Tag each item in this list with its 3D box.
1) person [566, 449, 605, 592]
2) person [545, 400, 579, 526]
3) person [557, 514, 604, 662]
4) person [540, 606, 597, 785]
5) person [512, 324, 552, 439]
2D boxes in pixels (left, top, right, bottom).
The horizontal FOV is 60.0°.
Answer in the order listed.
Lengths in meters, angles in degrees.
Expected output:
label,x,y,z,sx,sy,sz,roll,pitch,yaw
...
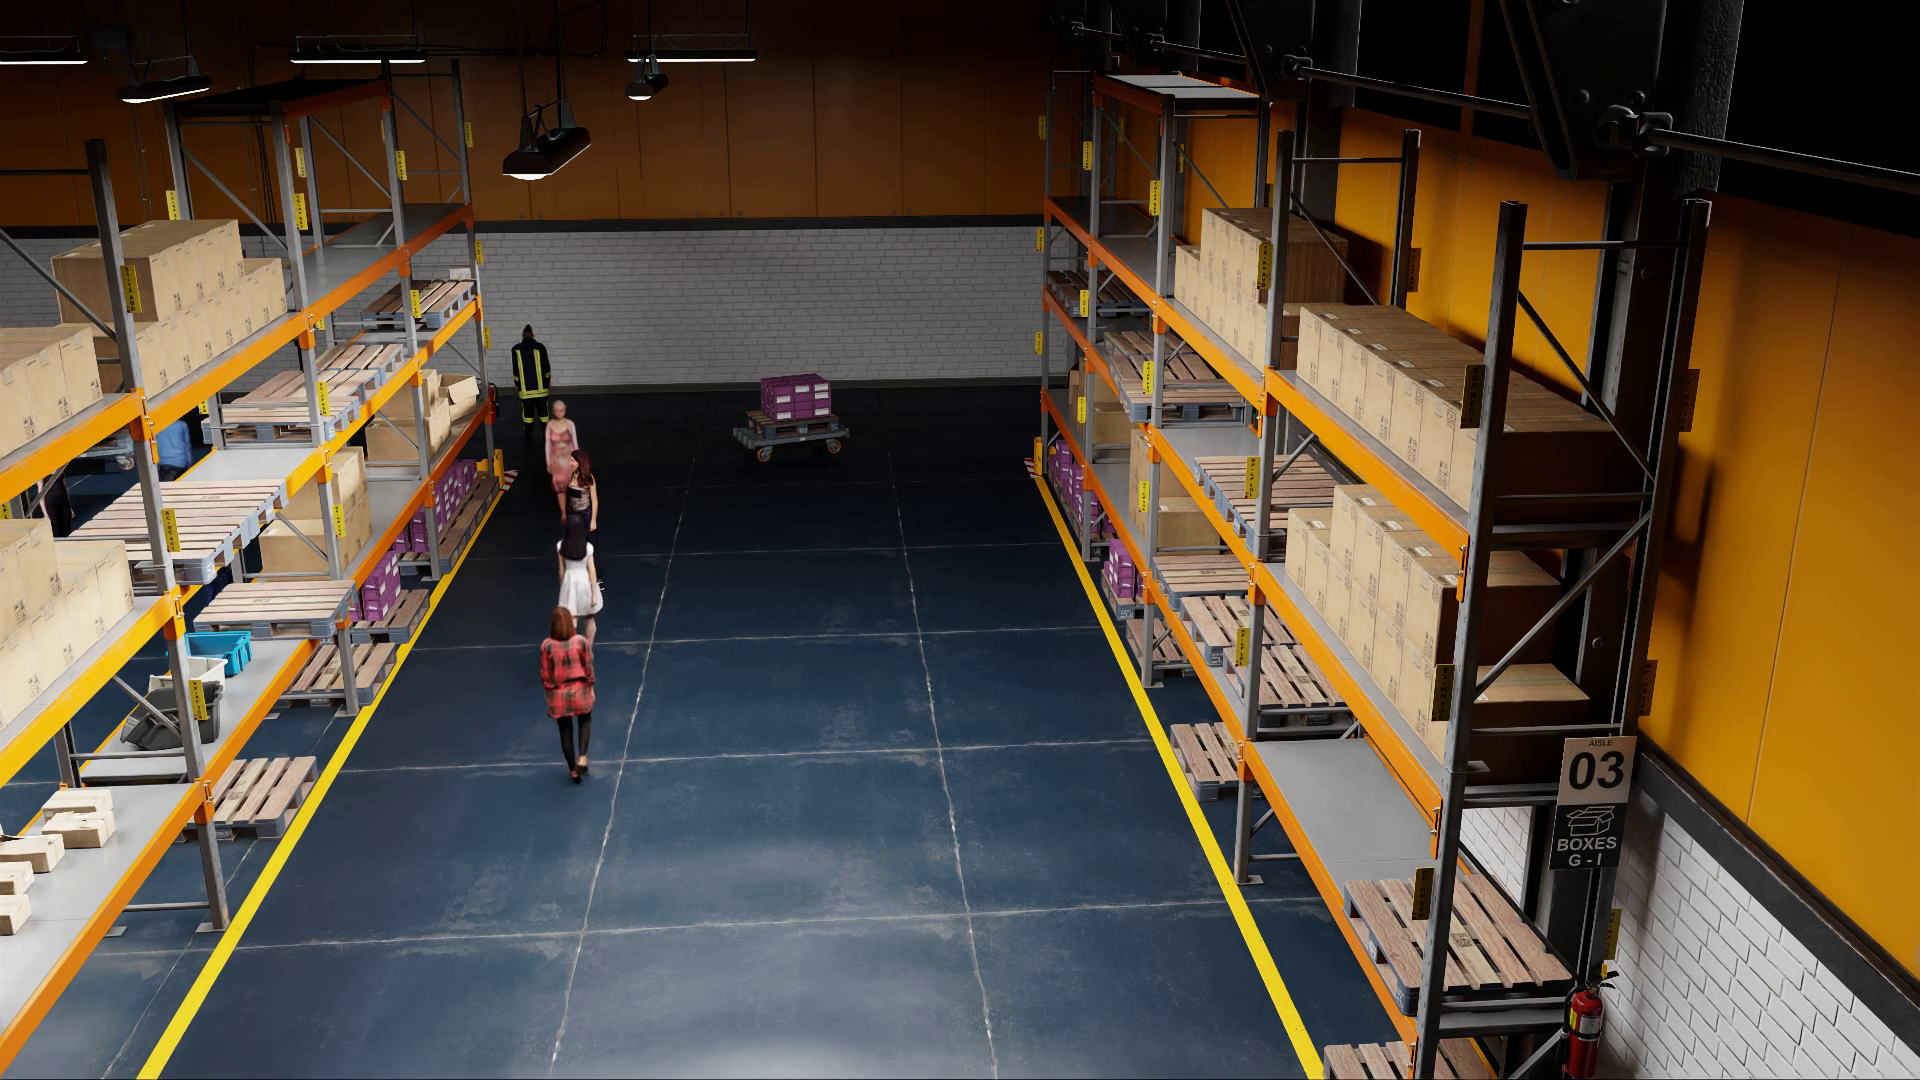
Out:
label,x,y,z,sx,sy,sz,roll,pitch,yaw
person,-4.472,-0.236,19.866,0.690,1.769,0.759,17,25,40
person,-5.372,-1.079,22.494,0.655,1.691,0.611,-3,19,-10
person,-4.012,0.621,17.369,0.645,1.738,1.165,0,19,-1
person,-3.529,1.432,15.031,0.663,1.693,0.656,-4,19,-11
person,-6.848,-2.555,26.616,0.775,1.855,0.717,-4,19,-11
